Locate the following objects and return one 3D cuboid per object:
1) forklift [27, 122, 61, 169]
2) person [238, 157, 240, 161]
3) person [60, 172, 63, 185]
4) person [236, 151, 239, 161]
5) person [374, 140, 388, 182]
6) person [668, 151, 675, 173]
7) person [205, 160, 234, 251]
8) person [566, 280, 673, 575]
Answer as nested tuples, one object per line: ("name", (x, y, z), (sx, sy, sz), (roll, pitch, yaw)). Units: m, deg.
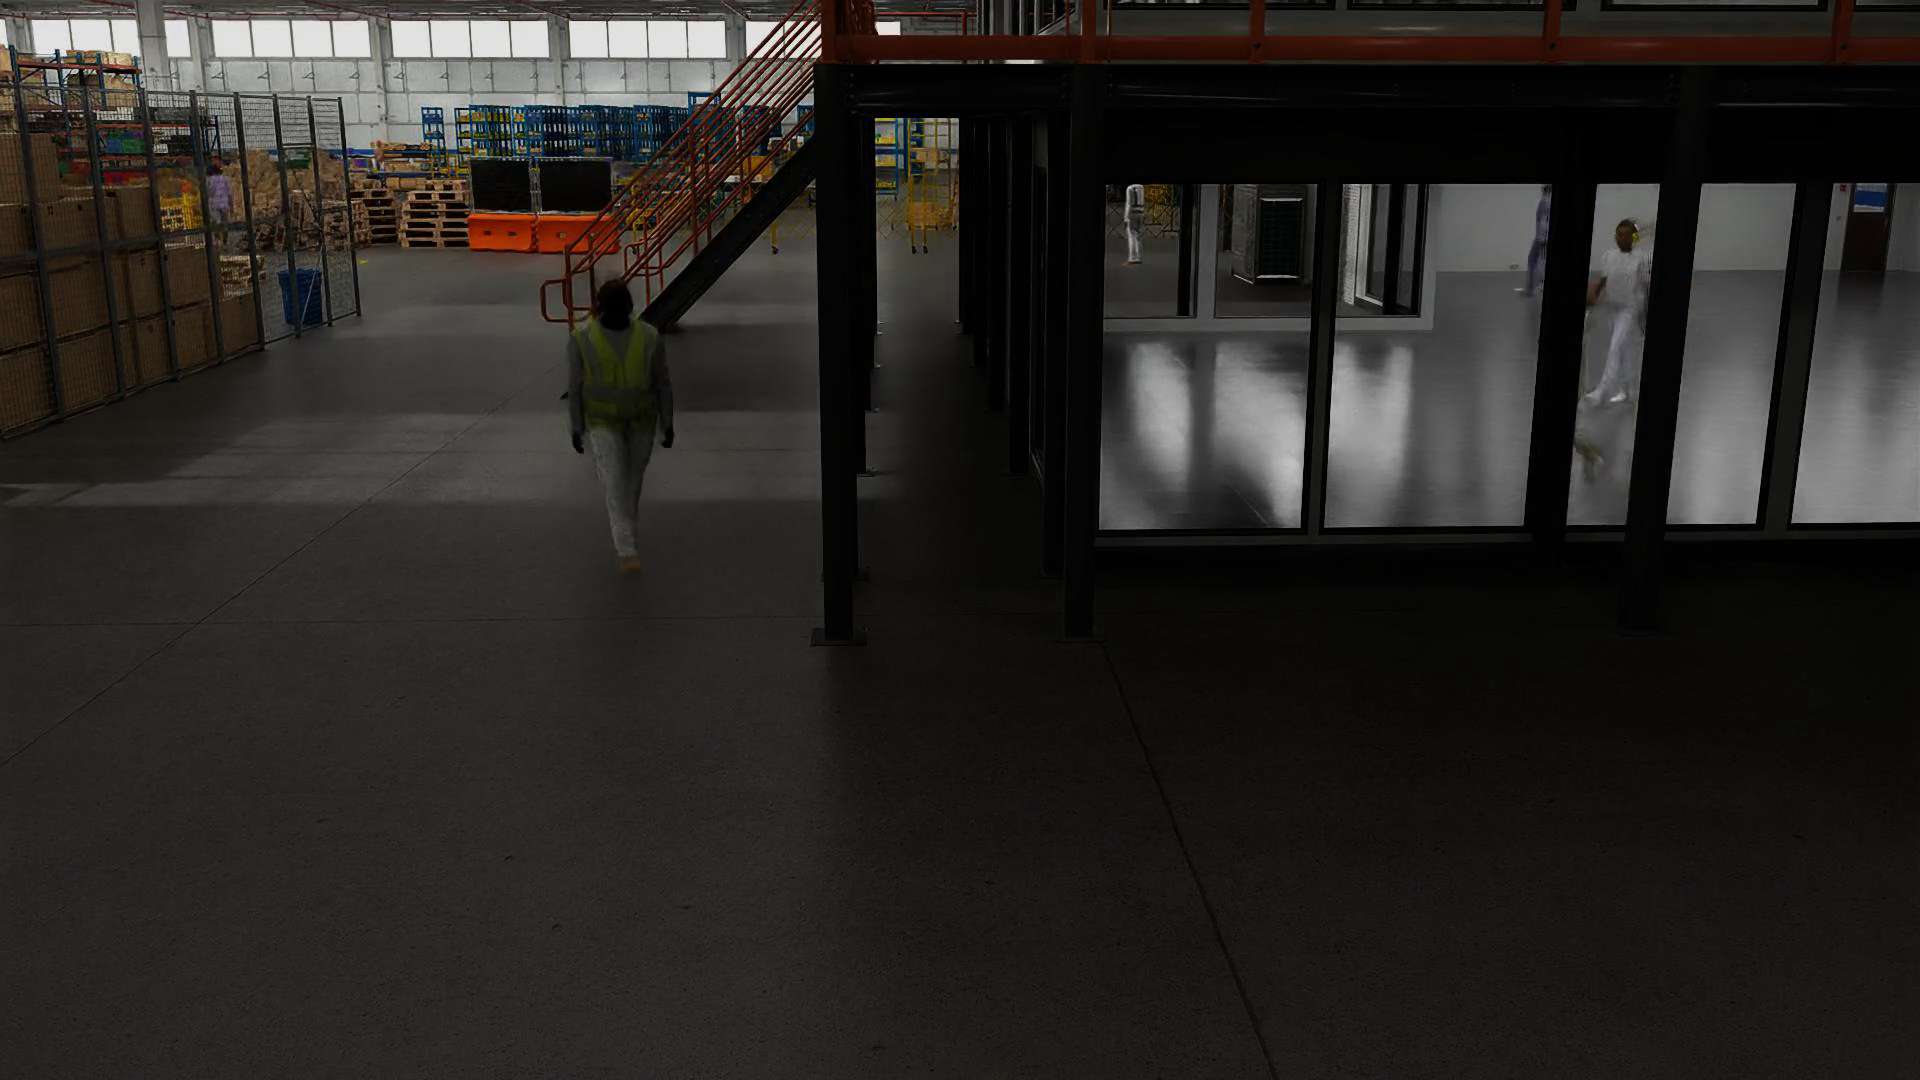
("forklift", (-35.376, -14.773, 64.377), (1.129, 2.768, 1.873), (-1, 14, -2))
("person", (-24.030, -12.026, 55.827), (0.545, 1.687, 0.361), (-1, 14, -5))
("person", (-17.749, -6.375, 32.859), (0.332, 1.874, 0.520), (-13, 19, -41))
("person", (-25.069, -12.670, 58.130), (0.403, 1.817, 0.634), (10, 17, 34))
("person", (-27.573, -18.003, 79.122), (0.642, 1.972, 0.465), (-1, 14, -4))
("person", (-11.278, -14.295, 64.818), (0.905, 1.722, 0.534), (-10, 17, -33))
("person", (-16.040, -7.227, 36.049), (0.649, 1.996, 0.937), (-7, 16, -26))
("person", (-2.142, -0.752, 10.542), (0.635, 1.801, 0.940), (-6, 15, -23))
